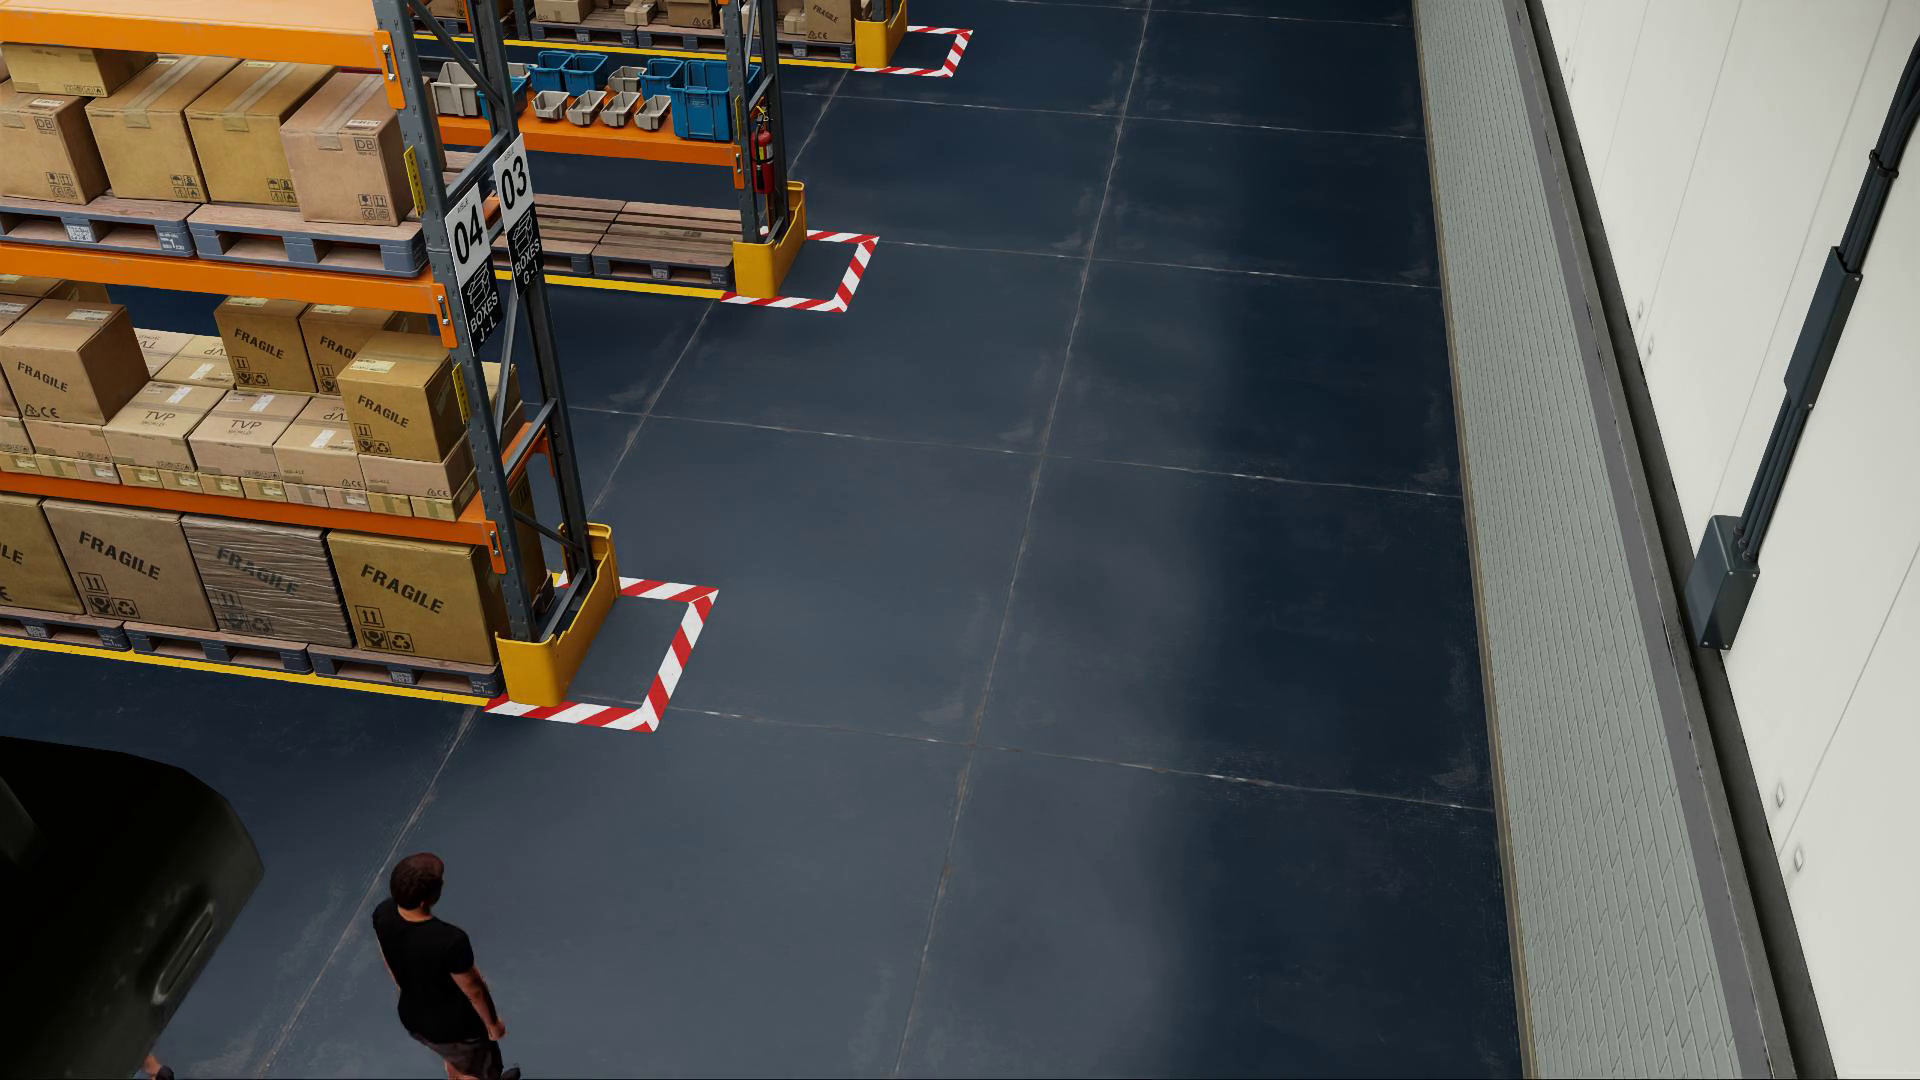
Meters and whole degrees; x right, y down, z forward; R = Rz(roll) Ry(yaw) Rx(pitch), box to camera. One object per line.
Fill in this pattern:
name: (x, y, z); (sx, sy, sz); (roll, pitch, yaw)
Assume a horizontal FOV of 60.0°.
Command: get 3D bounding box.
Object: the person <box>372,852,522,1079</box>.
person: (-2.272, 2.080, 7.122); (1.038, 1.840, 0.943); (18, 42, 22)
